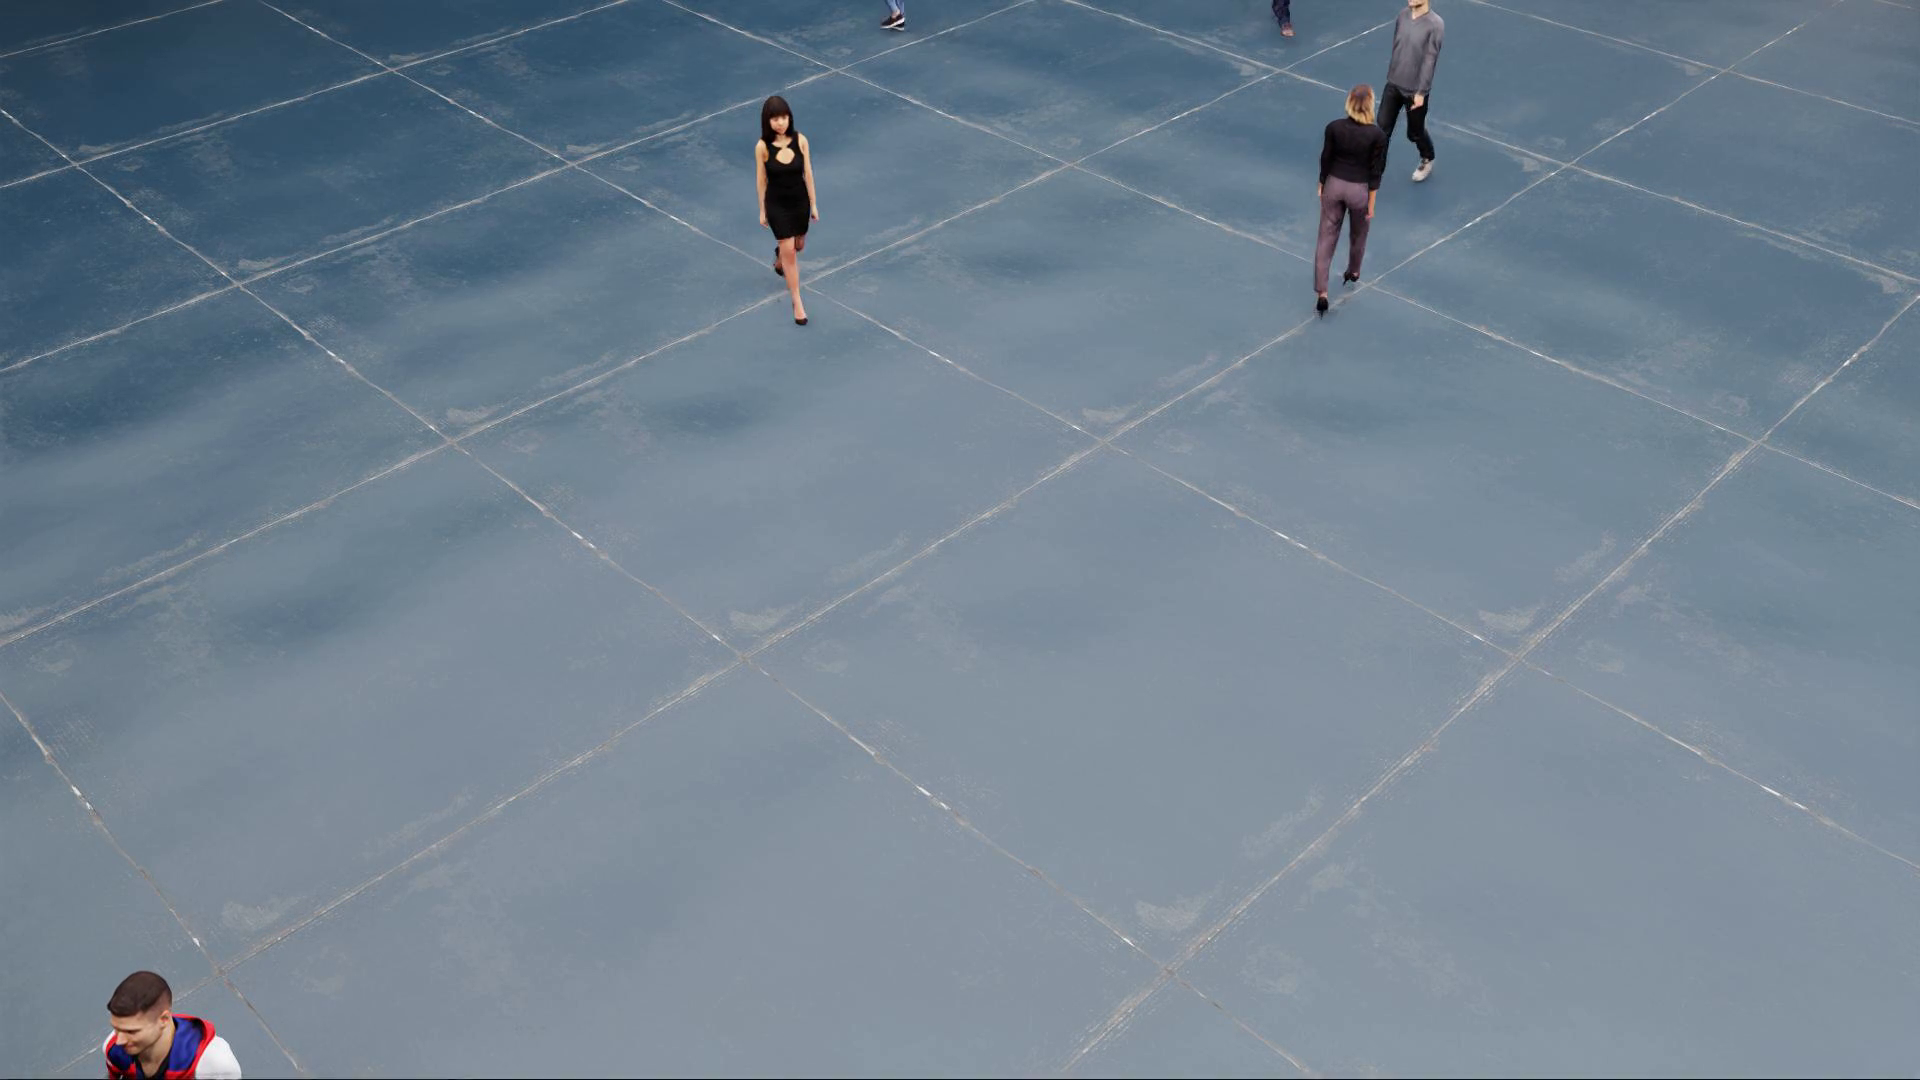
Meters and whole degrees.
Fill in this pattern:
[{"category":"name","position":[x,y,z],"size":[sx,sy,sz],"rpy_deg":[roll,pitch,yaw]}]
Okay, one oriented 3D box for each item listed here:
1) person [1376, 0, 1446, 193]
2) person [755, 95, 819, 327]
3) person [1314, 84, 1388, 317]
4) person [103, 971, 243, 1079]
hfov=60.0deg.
[{"category":"person","position":[3.643,-3.630,13.305],"size":[1.091,1.737,0.613],"rpy_deg":[-30,47,-34]},{"category":"person","position":[-1.234,-2.364,11.733],"size":[1.003,1.624,0.877],"rpy_deg":[-13,39,-17]},{"category":"person","position":[2.691,-2.340,11.687],"size":[0.819,1.642,1.014],"rpy_deg":[15,40,19]},{"category":"person","position":[-2.613,2.100,5.752],"size":[0.722,1.756,0.736],"rpy_deg":[7,38,9]}]
